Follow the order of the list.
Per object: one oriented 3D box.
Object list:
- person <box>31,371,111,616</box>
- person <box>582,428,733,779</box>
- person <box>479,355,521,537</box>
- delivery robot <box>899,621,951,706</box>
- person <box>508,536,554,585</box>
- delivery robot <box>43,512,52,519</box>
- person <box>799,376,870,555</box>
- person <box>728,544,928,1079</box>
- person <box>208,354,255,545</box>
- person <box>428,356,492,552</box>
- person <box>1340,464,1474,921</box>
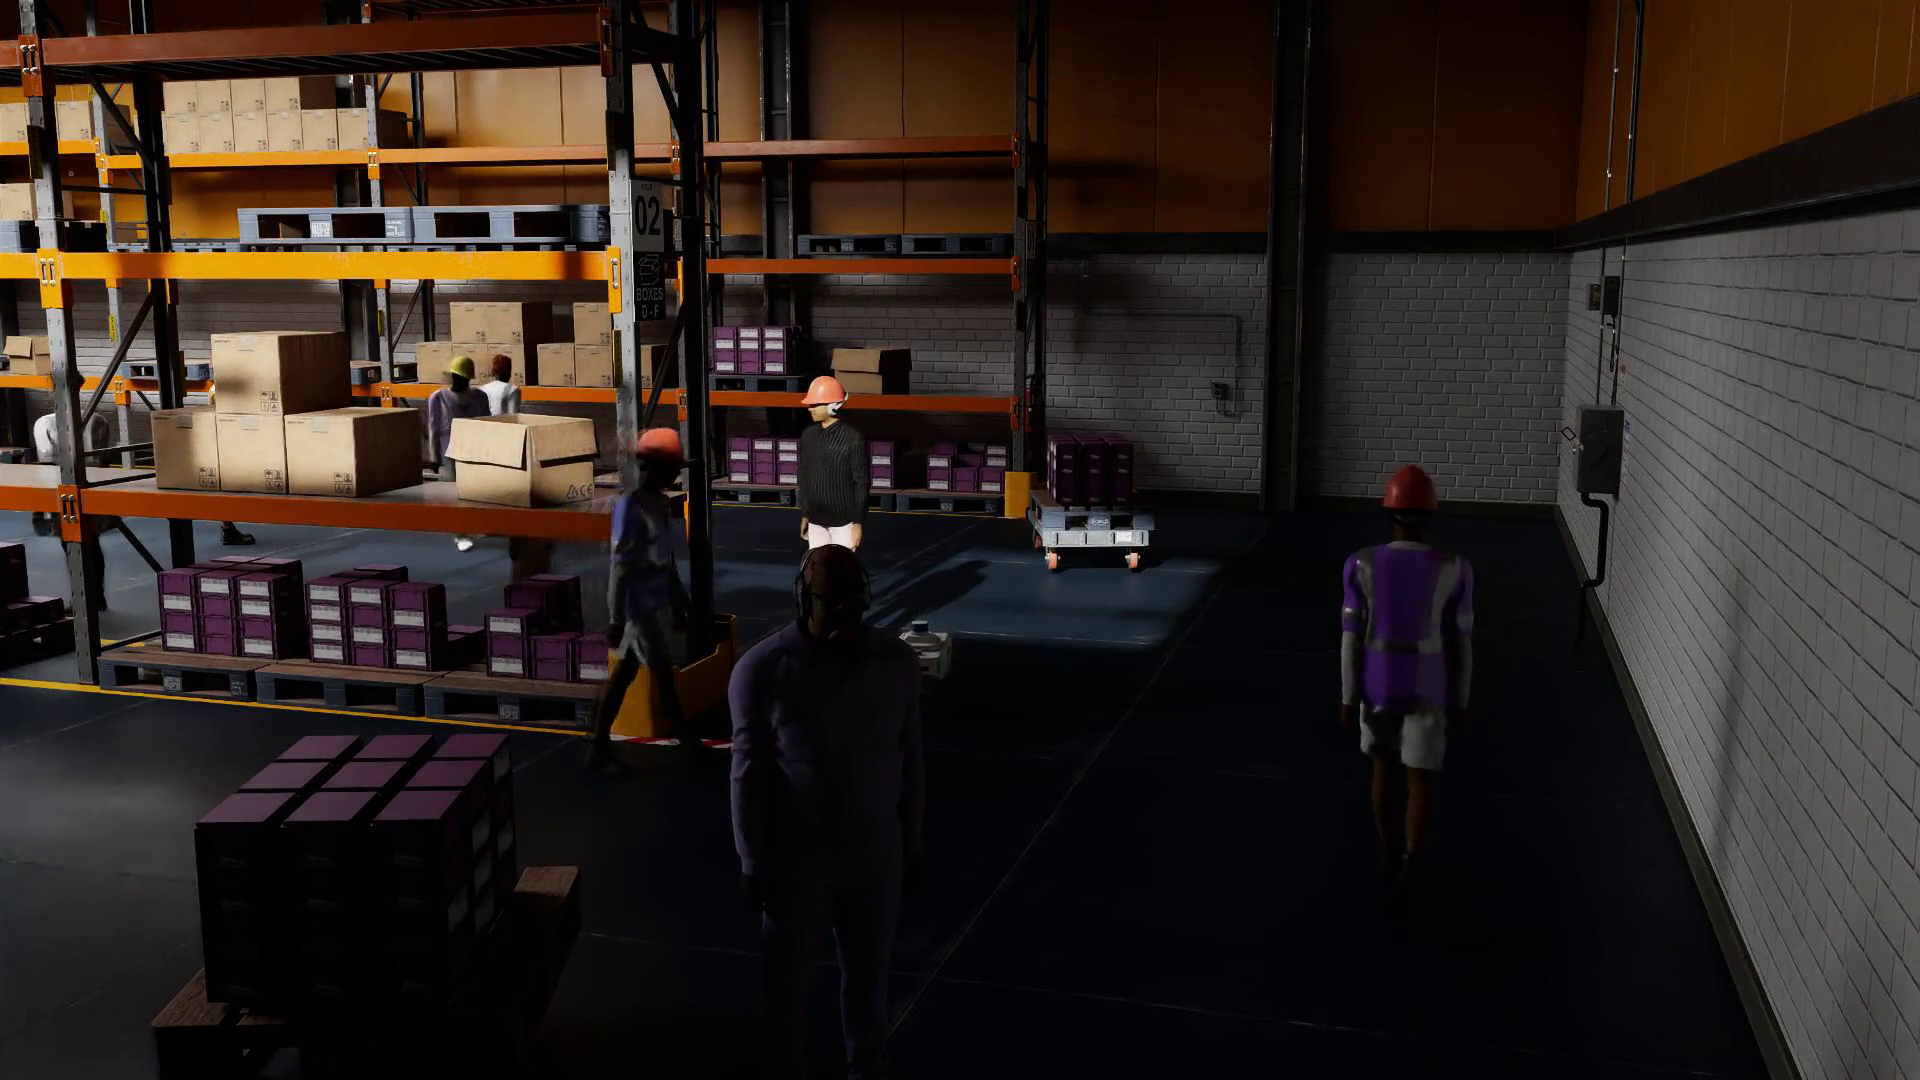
[{"bbox_3d":[-6.978,-0.360,13.079,0.415,1.946,0.654,4,10,25],"label":"person"},{"bbox_3d":[-1.615,0.353,8.899,0.965,1.877,0.595,1,9,5],"label":"person"},{"bbox_3d":[-4.662,-0.985,17.176,0.595,1.835,0.989,4,10,24],"label":"person"},{"bbox_3d":[-0.247,0.741,10.277,0.477,0.478,0.707,1,9,4],"label":"delivery robot"},{"bbox_3d":[-3.003,-0.004,11.883,0.500,1.624,0.515,4,10,21],"label":"person"},{"bbox_3d":[-9.101,-0.376,17.090,0.707,0.478,0.477,-1,9,-8],"label":"delivery robot"},{"bbox_3d":[-0.905,-0.157,11.668,0.612,1.991,0.392,8,12,39],"label":"person"},{"bbox_3d":[-0.385,0.955,5.152,0.640,1.909,0.409,-4,10,-25],"label":"person"},{"bbox_3d":[-7.228,-0.917,16.453,0.350,1.942,0.545,-4,10,-25],"label":"person"},{"bbox_3d":[-4.772,-0.826,16.098,0.588,1.878,0.867,-8,12,-41],"label":"person"},{"bbox_3d":[1.898,0.635,7.117,0.548,1.912,0.897,3,10,18],"label":"person"}]
